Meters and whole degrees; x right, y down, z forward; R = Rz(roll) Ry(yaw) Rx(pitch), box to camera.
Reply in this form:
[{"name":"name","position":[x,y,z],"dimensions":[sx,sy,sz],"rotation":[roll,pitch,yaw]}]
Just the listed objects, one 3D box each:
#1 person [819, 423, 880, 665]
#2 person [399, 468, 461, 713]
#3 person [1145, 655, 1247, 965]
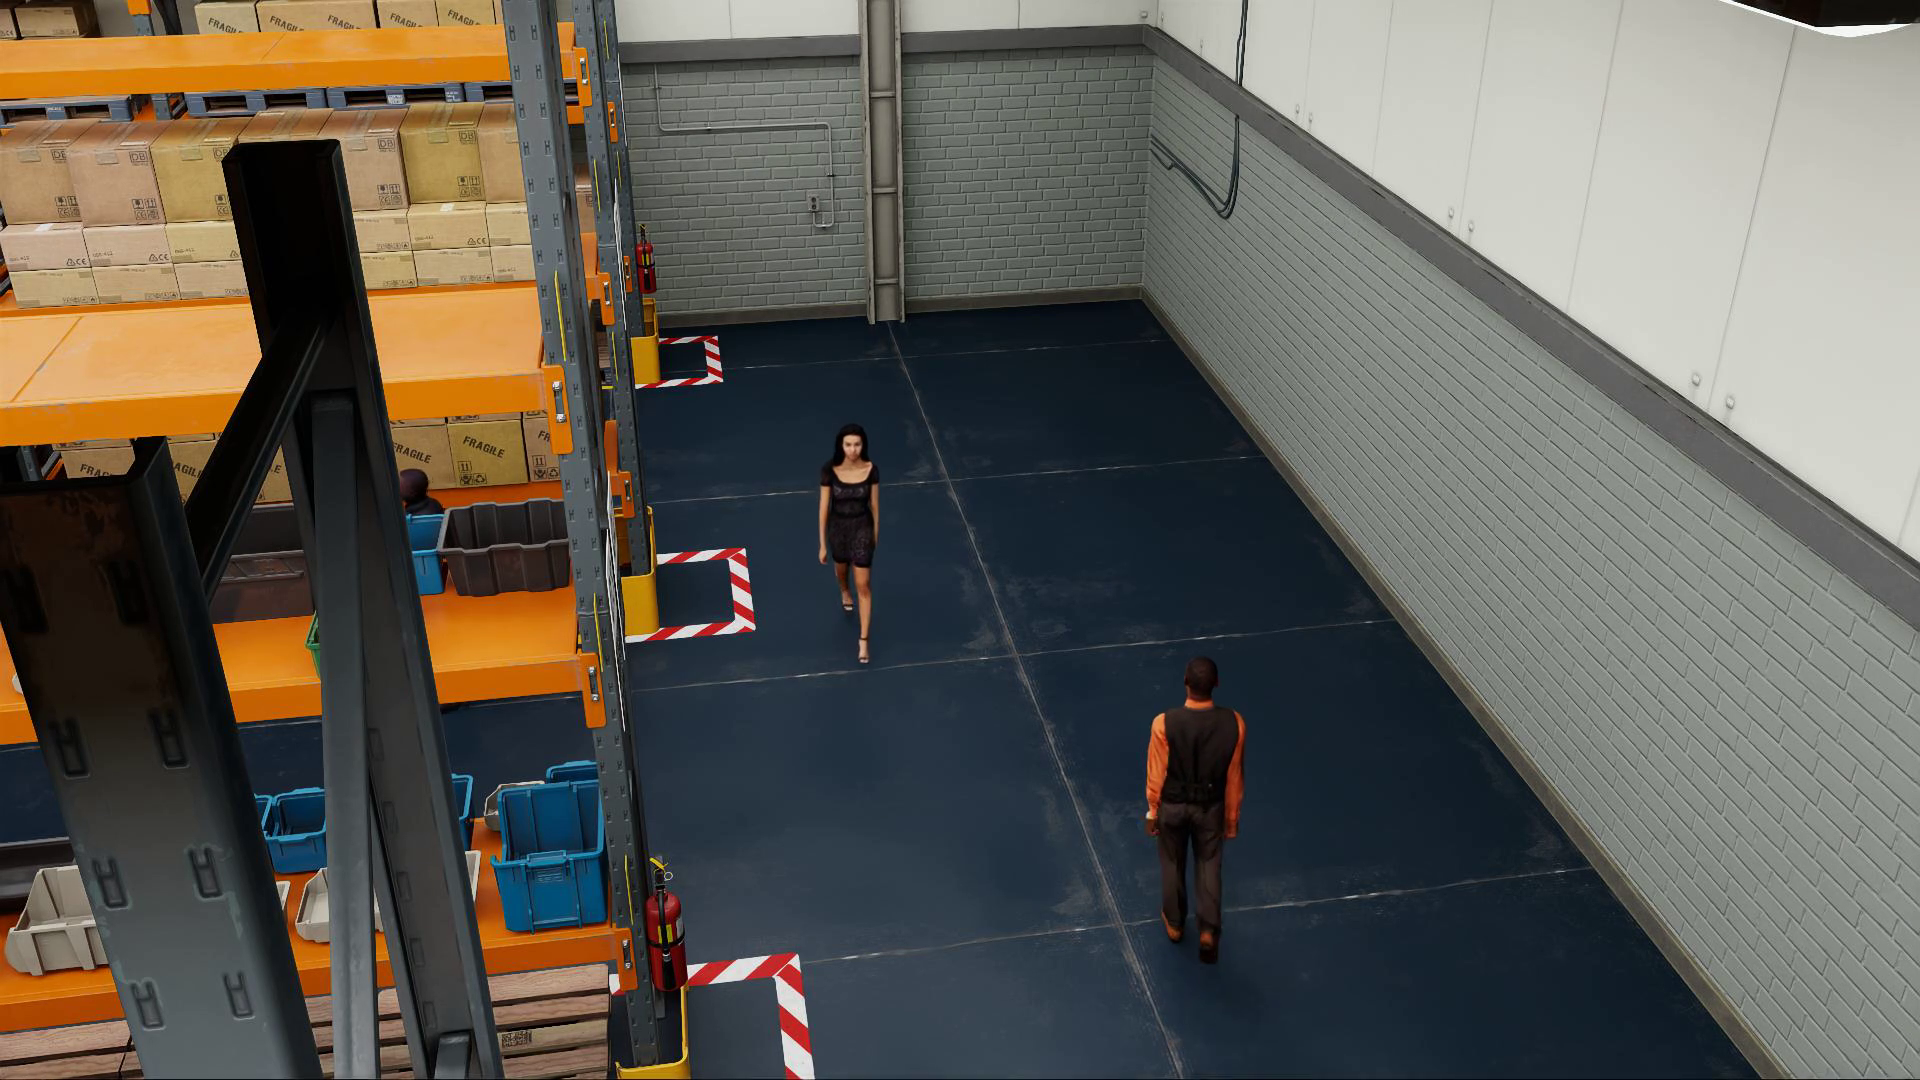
[{"name":"person","position":[-0.806,-0.042,12.115],"dimensions":[1.089,1.747,0.730],"rotation":[-2,28,-4]},{"name":"person","position":[-3.577,0.326,11.329],"dimensions":[0.684,1.835,0.730],"rotation":[-2,28,-5]},{"name":"person","position":[1.271,1.518,9.032],"dimensions":[0.980,1.891,0.843],"rotation":[-1,28,-2]}]
